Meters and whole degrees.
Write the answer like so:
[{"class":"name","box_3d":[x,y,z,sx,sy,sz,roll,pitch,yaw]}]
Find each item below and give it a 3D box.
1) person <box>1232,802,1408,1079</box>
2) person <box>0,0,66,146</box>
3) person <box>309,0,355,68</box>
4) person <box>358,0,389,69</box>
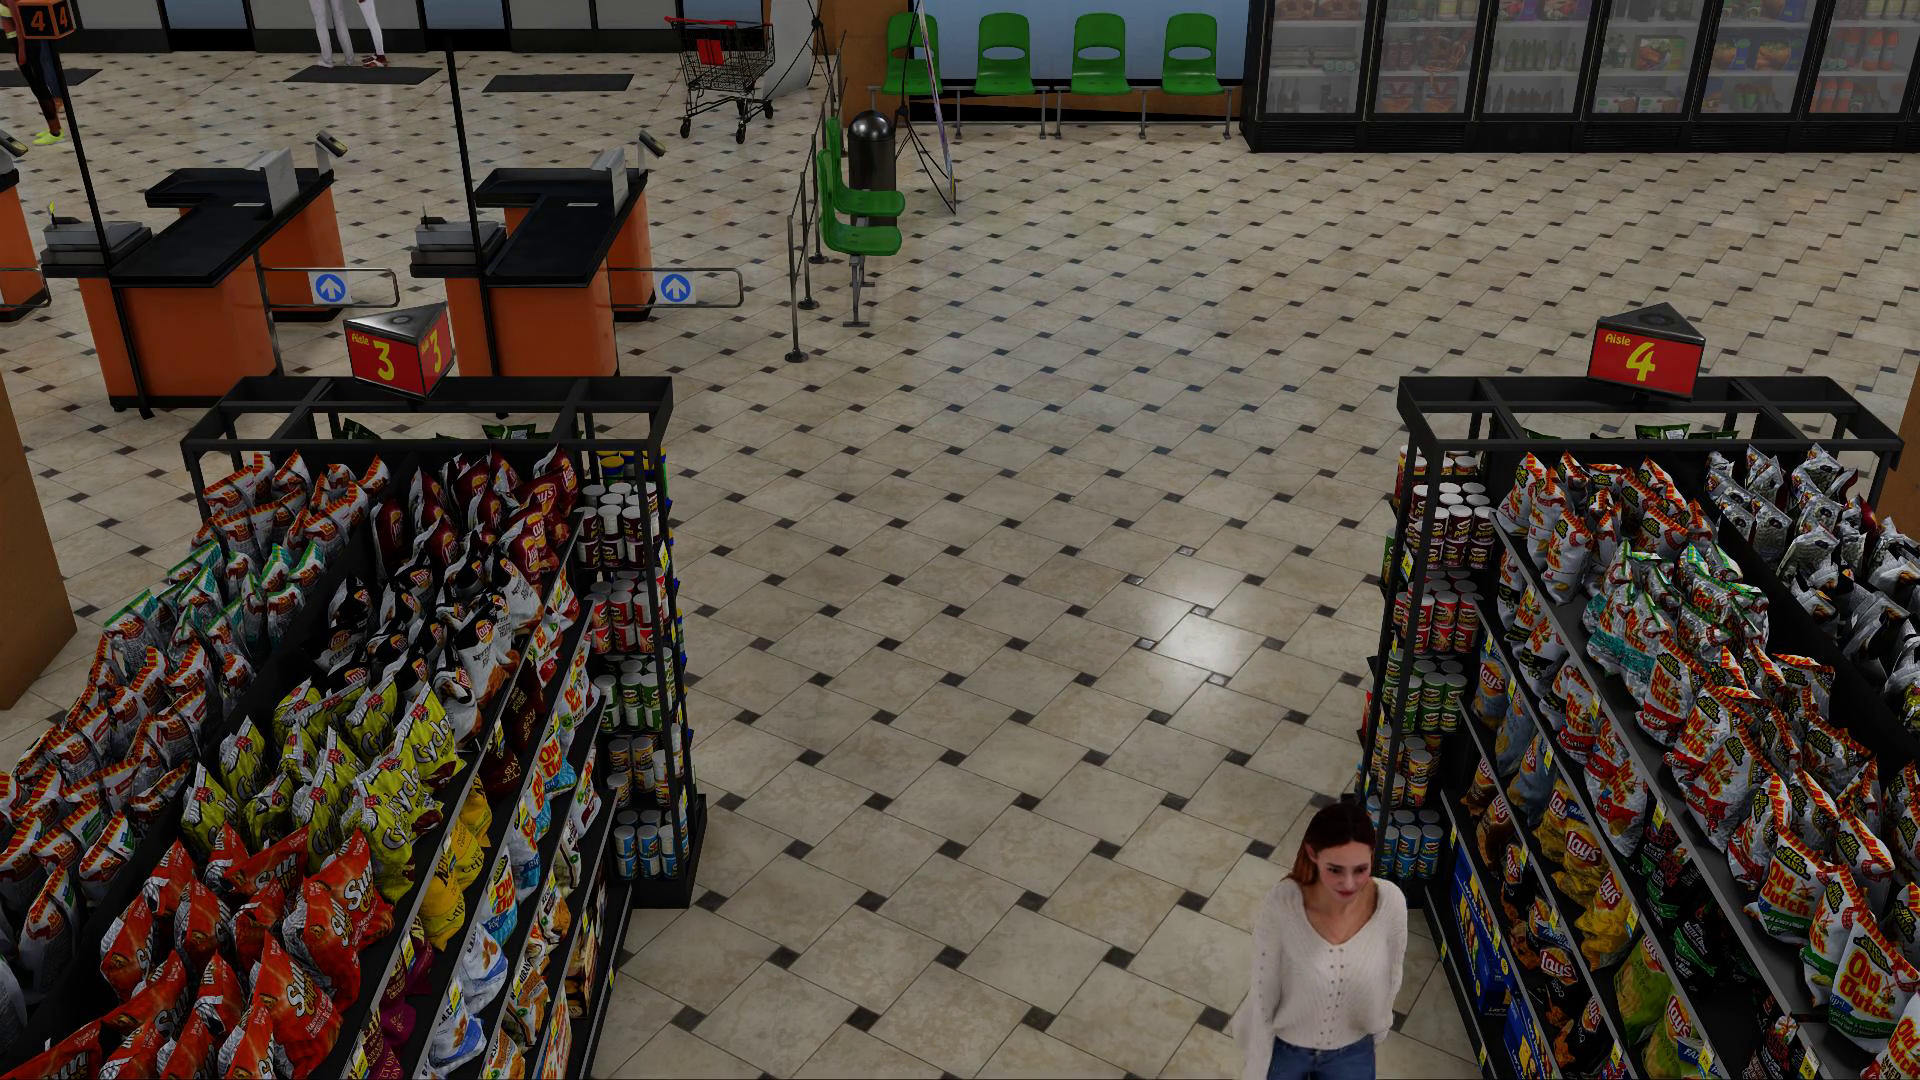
[{"class":"person","box_3d":[0.982,1.392,4.760,0.624,1.667,0.854,1,29,3]},{"class":"person","box_3d":[-8.816,-4.640,15.717,0.692,1.754,0.558,-10,30,-18]},{"class":"person","box_3d":[-7.090,-6.226,18.481,0.743,1.887,0.775,-20,34,-32]},{"class":"person","box_3d":[-6.647,-6.171,18.552,0.706,1.724,0.550,-8,30,-15]}]
